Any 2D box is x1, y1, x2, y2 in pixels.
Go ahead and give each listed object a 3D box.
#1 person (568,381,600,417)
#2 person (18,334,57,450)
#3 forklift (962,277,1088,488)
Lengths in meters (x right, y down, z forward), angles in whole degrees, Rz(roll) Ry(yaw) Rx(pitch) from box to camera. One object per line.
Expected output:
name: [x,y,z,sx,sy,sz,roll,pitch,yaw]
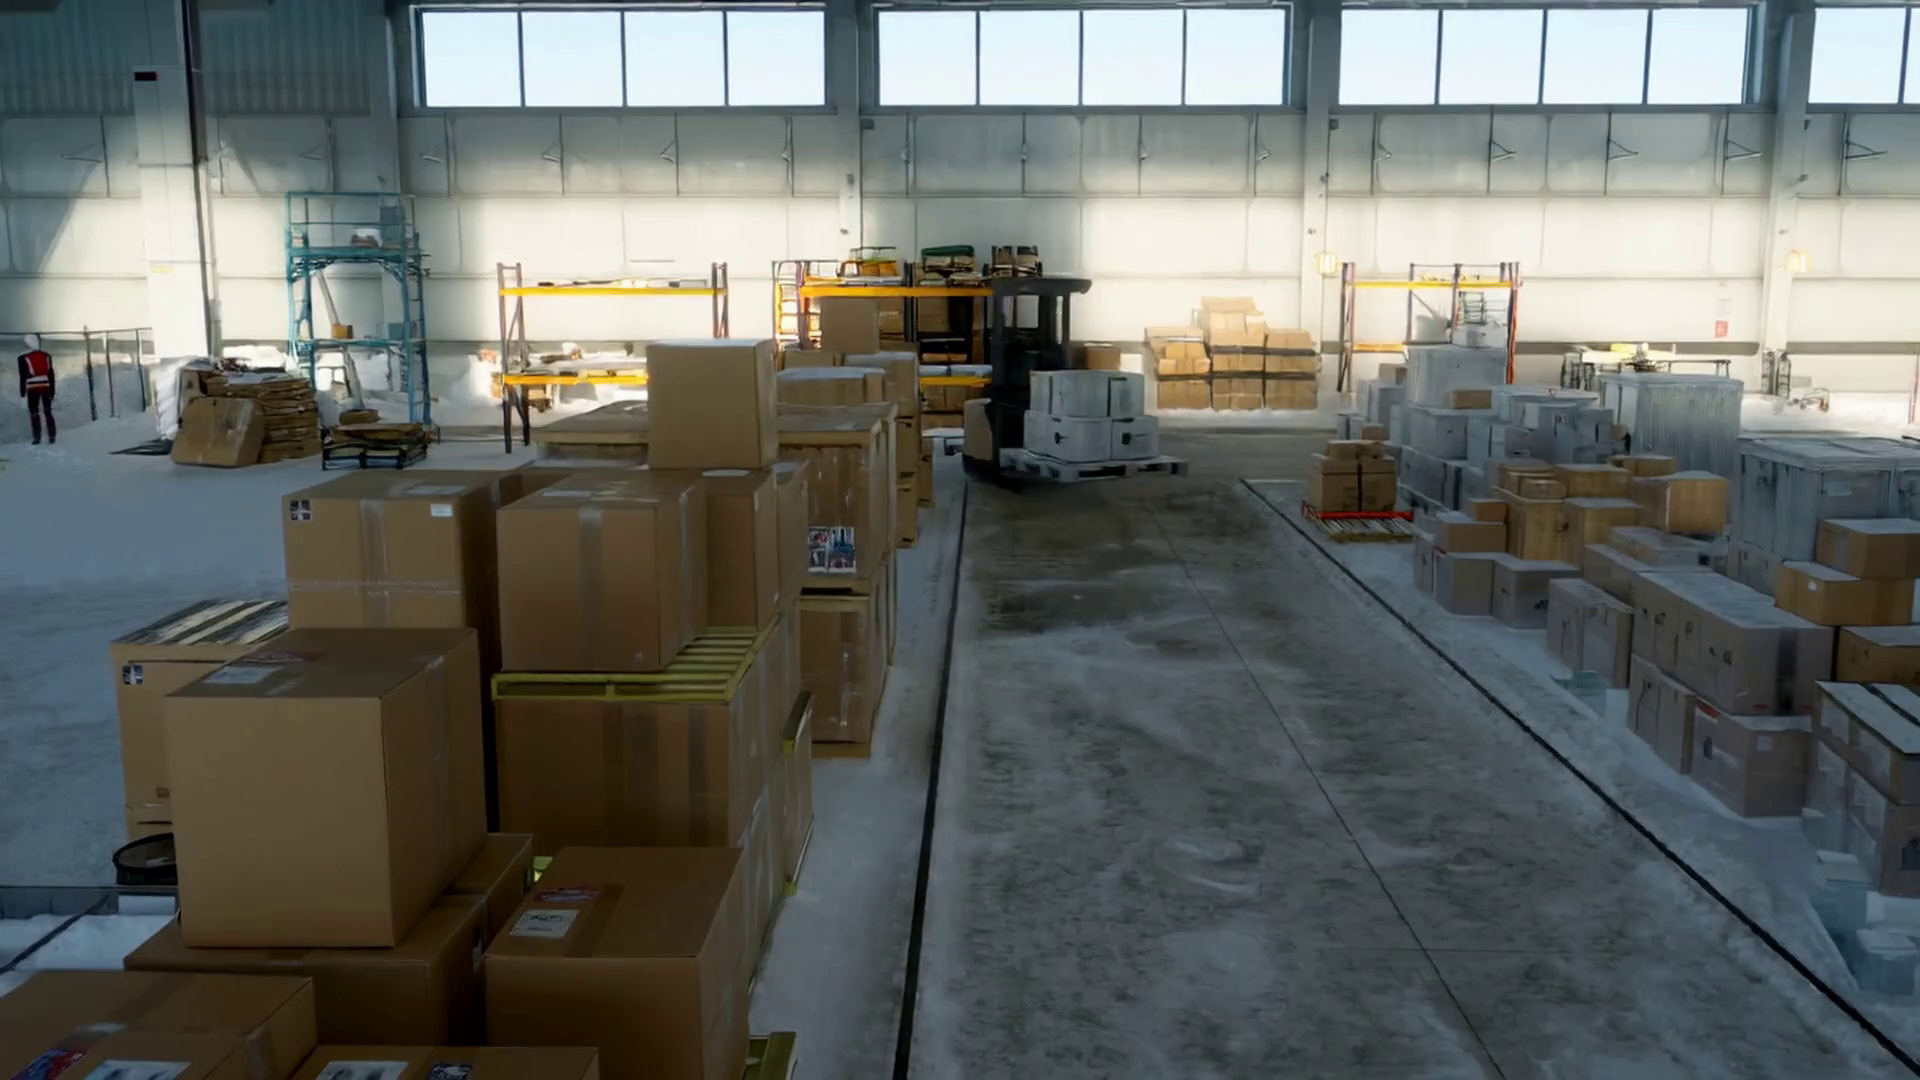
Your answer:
person: [-3.524,-0.520,15.596,0.542,1.929,0.369,9,13,44]
person: [-14.959,-2.394,26.960,0.353,1.883,0.573,5,11,29]
forklift: [0.851,-2.225,22.962,1.129,2.768,1.873,-4,10,-23]
